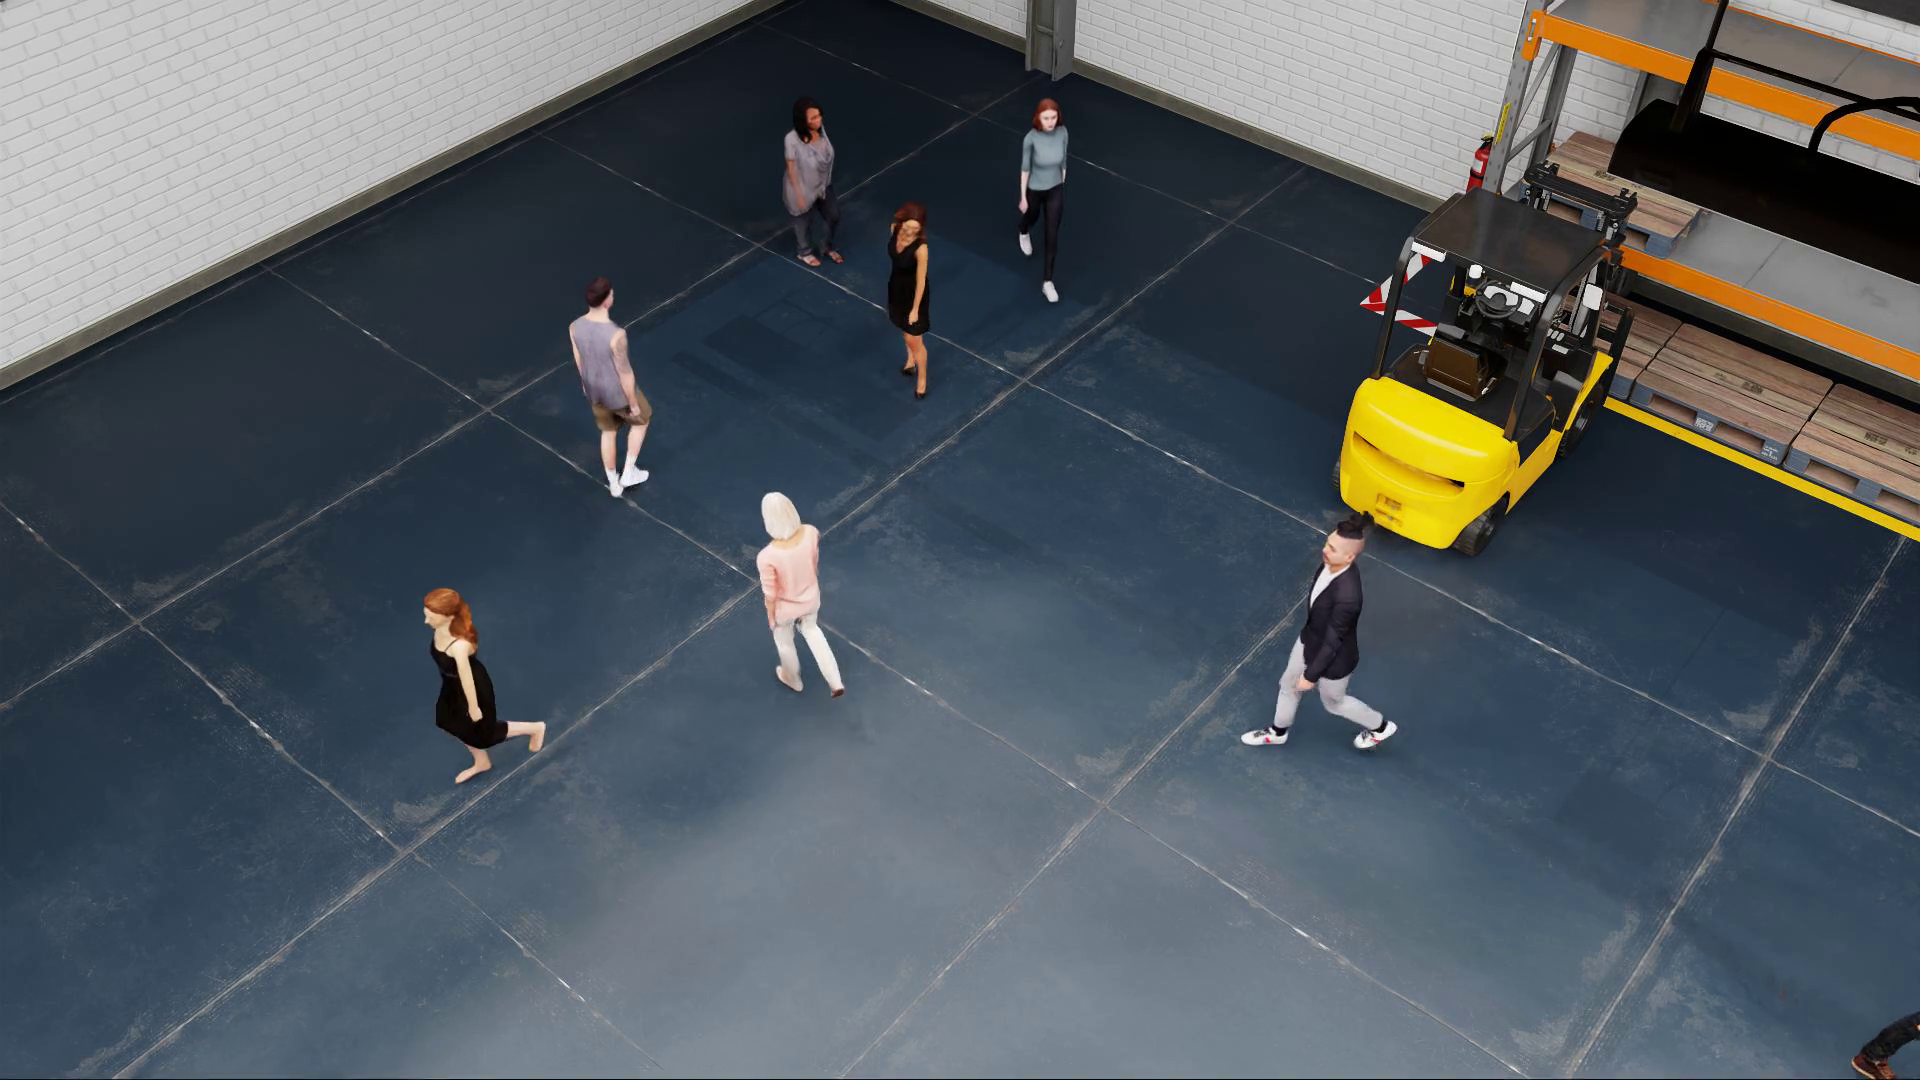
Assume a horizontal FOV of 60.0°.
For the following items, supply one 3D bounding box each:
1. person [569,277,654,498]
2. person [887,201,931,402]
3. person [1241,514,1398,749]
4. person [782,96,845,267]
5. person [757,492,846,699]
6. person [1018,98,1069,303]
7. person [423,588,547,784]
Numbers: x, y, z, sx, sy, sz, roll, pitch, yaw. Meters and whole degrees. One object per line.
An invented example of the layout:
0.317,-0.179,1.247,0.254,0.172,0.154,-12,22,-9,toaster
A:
-2.496,-1.001,11.715,0.653,1.825,0.803,16,46,16,person
-0.387,-1.871,12.626,0.812,1.816,0.601,-16,46,-16,person
2.294,0.628,9.928,1.243,1.918,1.191,-4,44,-4,person
-1.327,-3.034,14.010,0.643,1.590,0.611,30,51,28,person
-0.979,0.410,10.309,0.685,1.709,0.888,-30,51,-28,person
0.658,-2.904,13.791,1.028,1.704,1.241,-11,45,-11,person
-2.848,0.859,9.912,0.775,1.606,0.844,-23,48,-22,person
